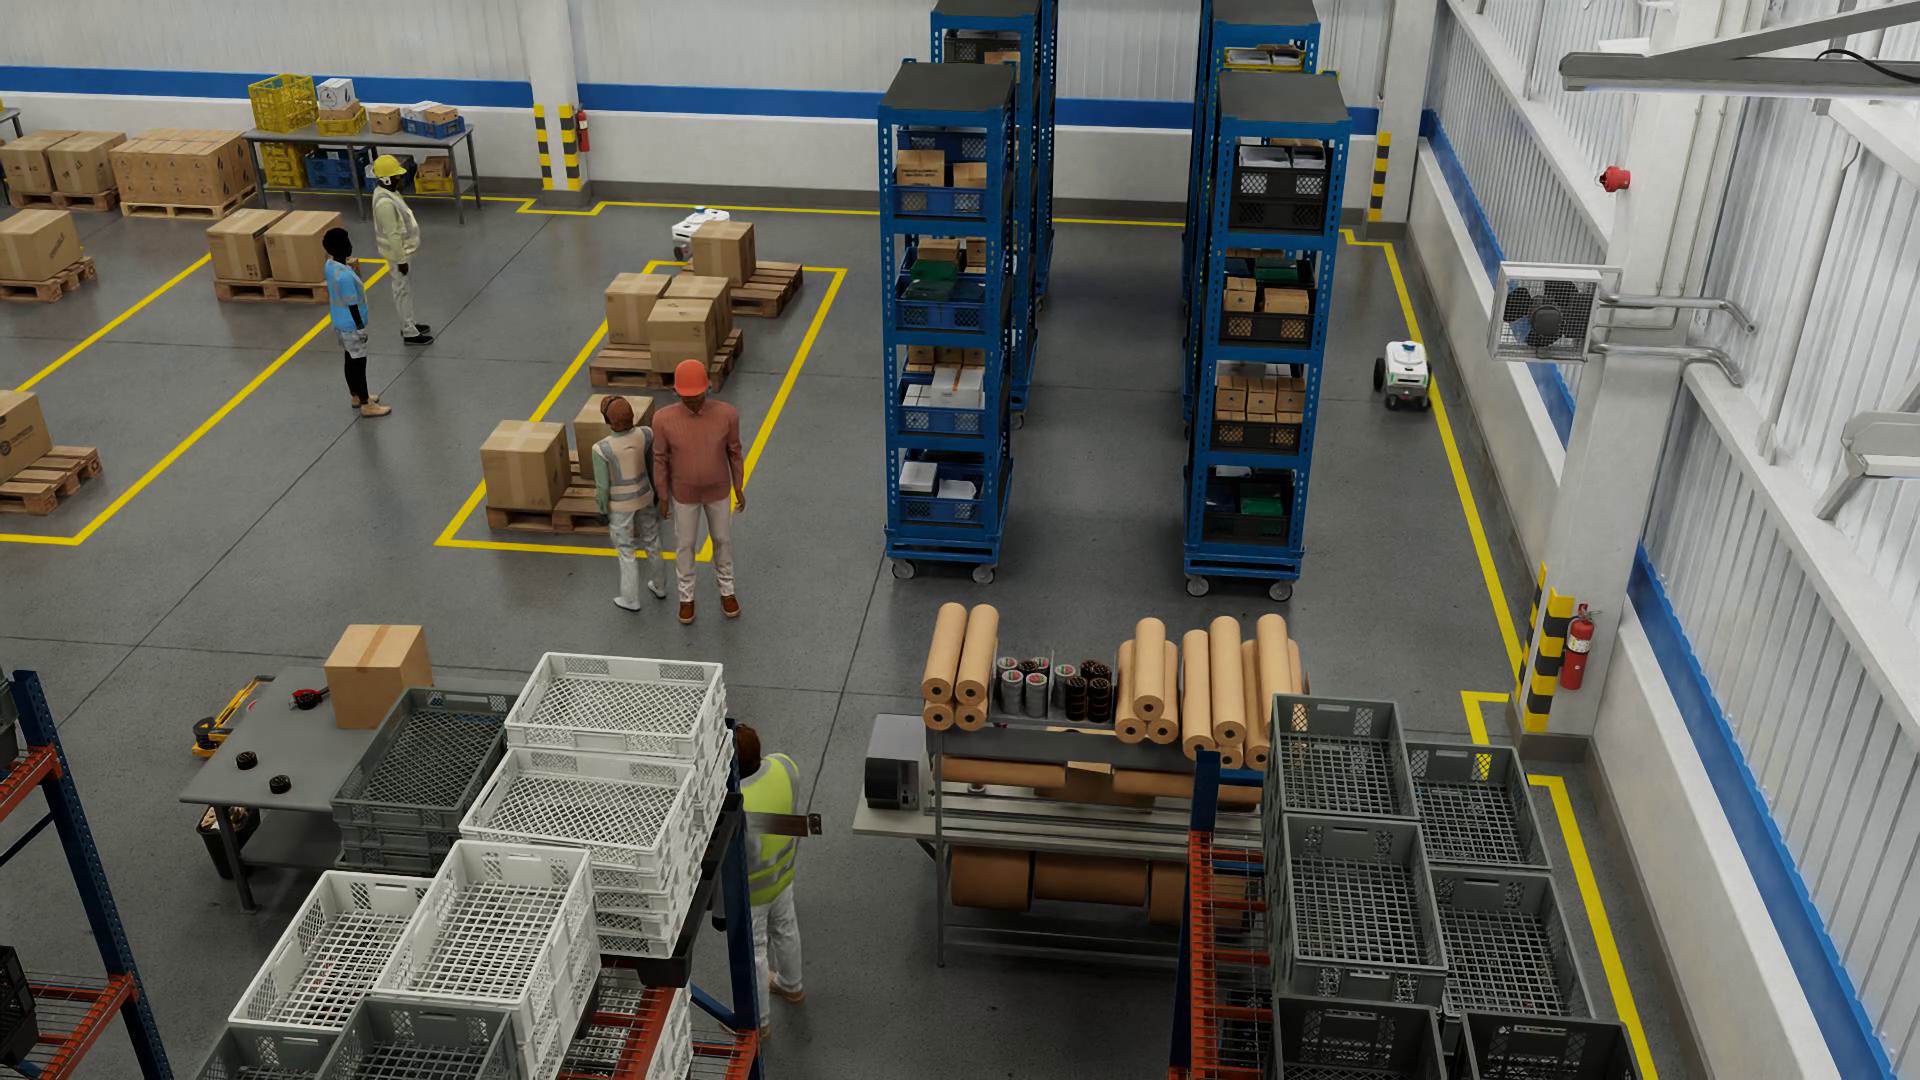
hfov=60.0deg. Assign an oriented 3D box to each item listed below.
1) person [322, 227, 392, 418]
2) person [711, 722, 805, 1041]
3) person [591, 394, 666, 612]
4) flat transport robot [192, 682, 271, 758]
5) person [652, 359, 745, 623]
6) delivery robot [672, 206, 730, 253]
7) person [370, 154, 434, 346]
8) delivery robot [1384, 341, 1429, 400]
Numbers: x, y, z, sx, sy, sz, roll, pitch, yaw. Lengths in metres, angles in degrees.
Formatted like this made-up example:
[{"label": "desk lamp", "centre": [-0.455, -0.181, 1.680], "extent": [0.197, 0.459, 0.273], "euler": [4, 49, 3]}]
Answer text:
[{"label": "person", "centre": [-5.300, -1.899, 14.498], "extent": [0.320, 1.697, 0.532], "euler": [-19, 35, -29]}, {"label": "person", "centre": [-1.032, 1.672, 8.239], "extent": [0.431, 1.837, 0.629], "euler": [17, 34, 26]}, {"label": "person", "centre": [-2.335, -0.260, 11.741], "extent": [0.523, 1.638, 0.310], "euler": [-27, 39, -37]}, {"label": "flat transport robot", "centre": [-4.089, 1.163, 10.648], "extent": [1.431, 0.197, 0.652], "euler": [3, 30, 6]}, {"label": "person", "centre": [-1.792, -0.339, 11.526], "extent": [0.617, 1.993, 0.396], "euler": [-7, 31, -12]}, {"label": "delivery robot", "centre": [-2.815, -3.391, 18.099], "extent": [0.477, 0.478, 0.707], "euler": [15, 33, 23]}, {"label": "person", "centre": [-5.335, -2.770, 15.860], "extent": [0.404, 1.835, 0.586], "euler": [-9, 32, -16]}, {"label": "delivery robot", "centre": [4.009, -1.547, 14.933], "extent": [0.477, 0.478, 0.707], "euler": [5, 31, 9]}]
